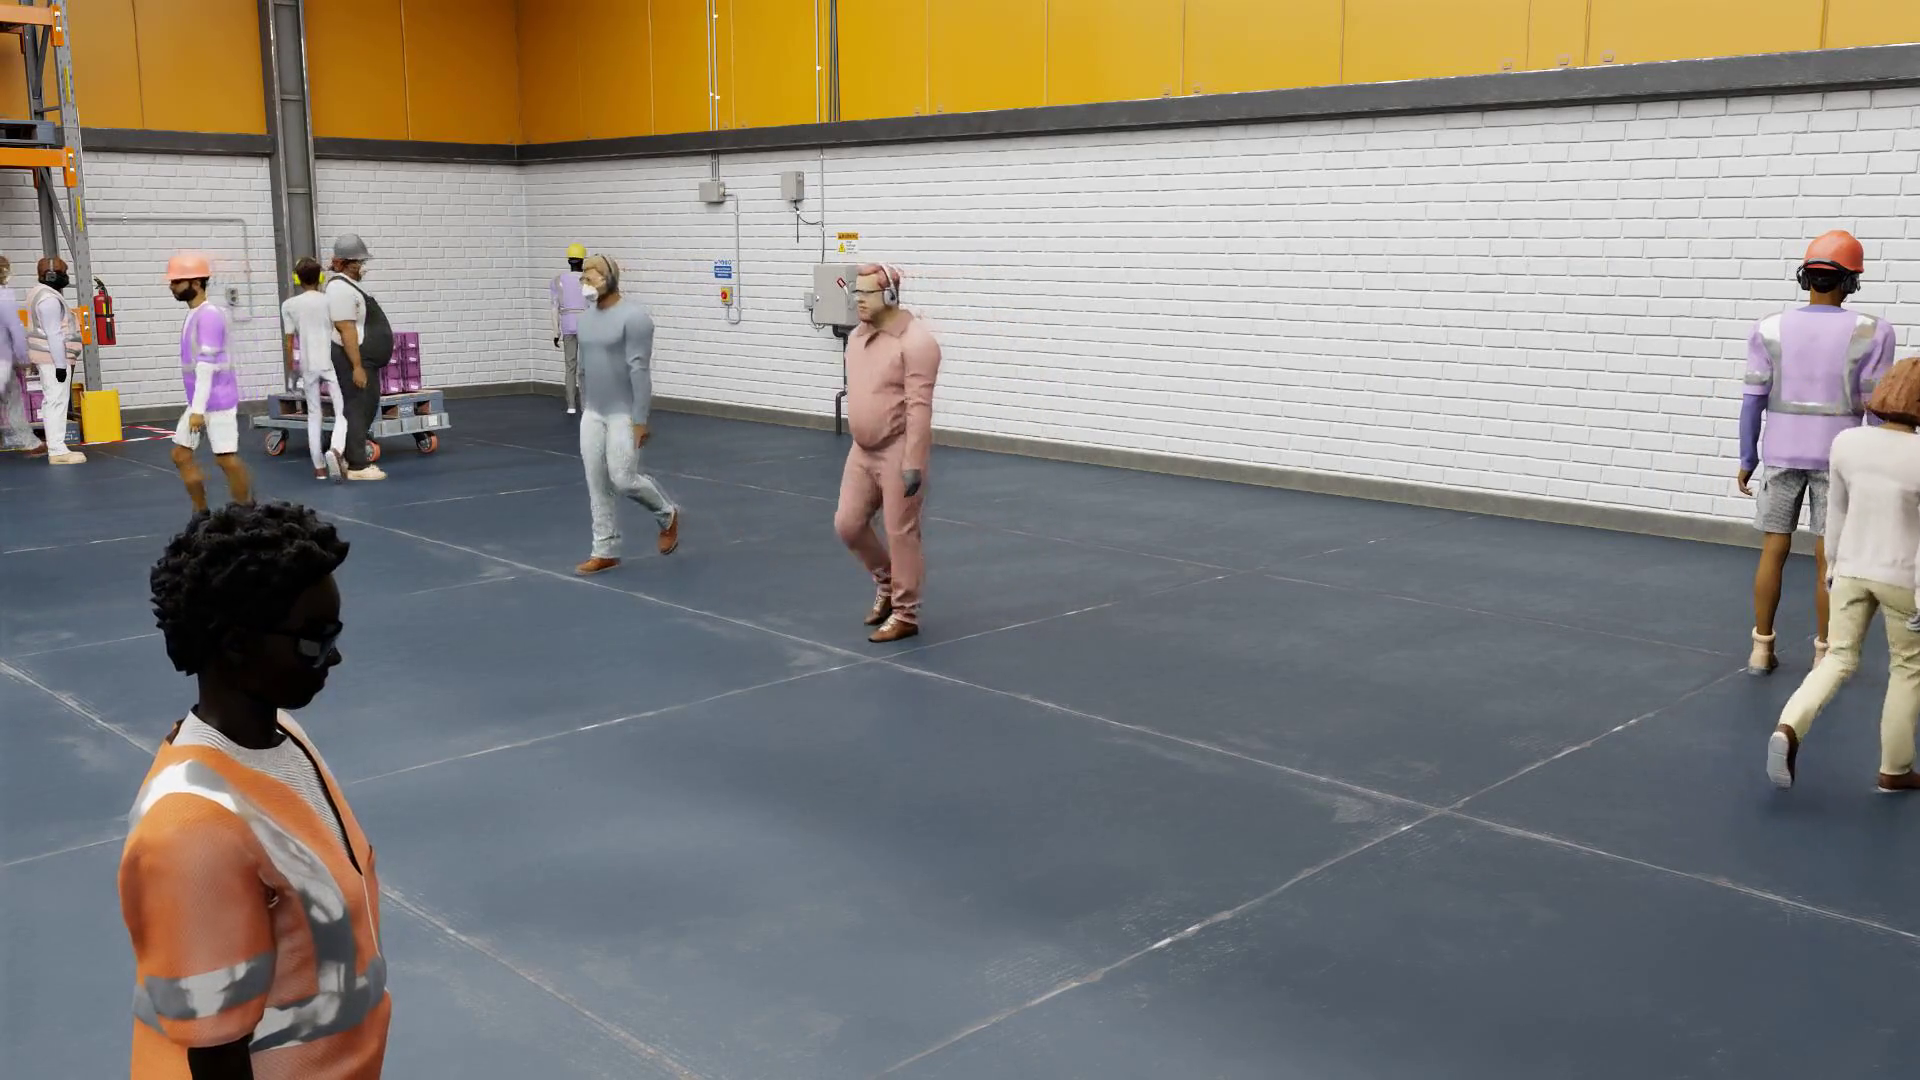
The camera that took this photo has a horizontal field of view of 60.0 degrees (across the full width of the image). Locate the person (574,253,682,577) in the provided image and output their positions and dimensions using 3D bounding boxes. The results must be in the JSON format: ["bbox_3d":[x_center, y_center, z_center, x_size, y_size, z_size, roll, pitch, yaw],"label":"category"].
[{"bbox_3d":[-2.024,-0.752,9.974,0.641,1.920,0.655,8,13,36],"label":"person"}]

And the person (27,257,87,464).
[{"bbox_3d":[-8.027,-1.588,14.792,0.432,1.836,0.618,-7,13,-34],"label":"person"}]

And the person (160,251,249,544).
[{"bbox_3d":[-4.915,-0.888,10.717,0.657,1.913,0.546,-8,13,-38],"label":"person"}]

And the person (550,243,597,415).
[{"bbox_3d":[-4.309,-2.372,18.787,0.589,1.928,0.384,-1,10,-4],"label":"person"}]

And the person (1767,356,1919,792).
[{"bbox_3d":[3.244,0.148,5.923,0.674,1.605,0.499,-6,12,-29],"label":"person"}]

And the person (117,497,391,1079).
[{"bbox_3d":[-0.914,0.785,2.211,0.320,1.693,0.531,-3,11,-14],"label":"person"}]

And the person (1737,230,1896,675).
[{"bbox_3d":[3.881,-0.373,7.571,0.616,2.041,0.379,8,13,37],"label":"person"}]

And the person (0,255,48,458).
[{"bbox_3d":[-8.605,-1.598,14.758,0.620,1.890,1.080,7,12,32],"label":"person"}]

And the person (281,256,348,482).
[{"bbox_3d":[-5.249,-1.391,13.641,0.568,1.857,0.675,-3,11,-14],"label":"person"}]

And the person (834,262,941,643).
[{"bbox_3d":[-0.374,-0.425,8.270,0.411,1.891,0.653,-10,14,-43],"label":"person"}]

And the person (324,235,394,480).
[{"bbox_3d":[-4.975,-1.517,13.817,0.538,2.000,0.746,-2,11,-12],"label":"person"}]
